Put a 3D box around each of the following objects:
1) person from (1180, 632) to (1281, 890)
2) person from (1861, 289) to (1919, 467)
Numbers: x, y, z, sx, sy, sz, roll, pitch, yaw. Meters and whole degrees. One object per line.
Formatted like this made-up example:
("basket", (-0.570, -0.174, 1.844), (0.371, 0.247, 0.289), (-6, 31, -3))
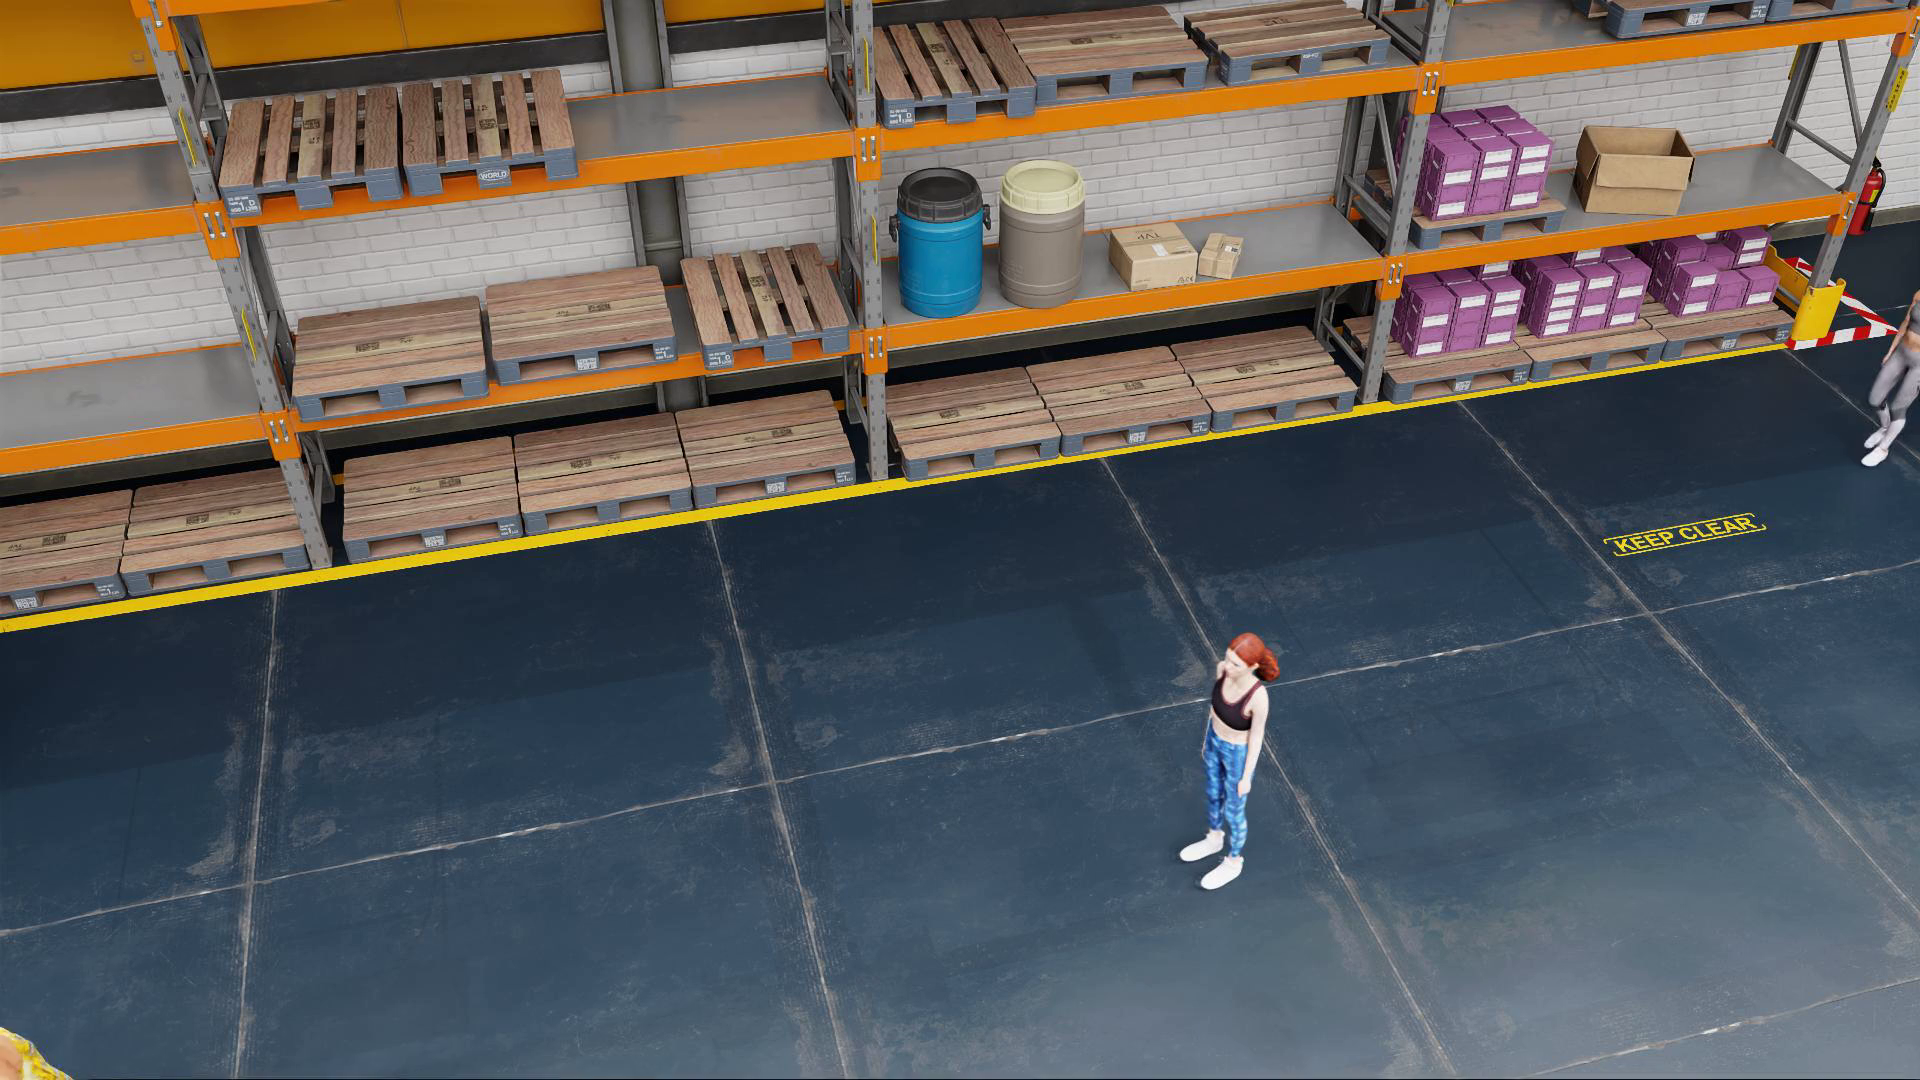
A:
("person", (1.463, 1.174, 8.985), (0.622, 1.785, 0.599), (-18, 42, -21))
("person", (7.009, -1.301, 12.149), (0.700, 1.694, 0.654), (-19, 42, -22))
